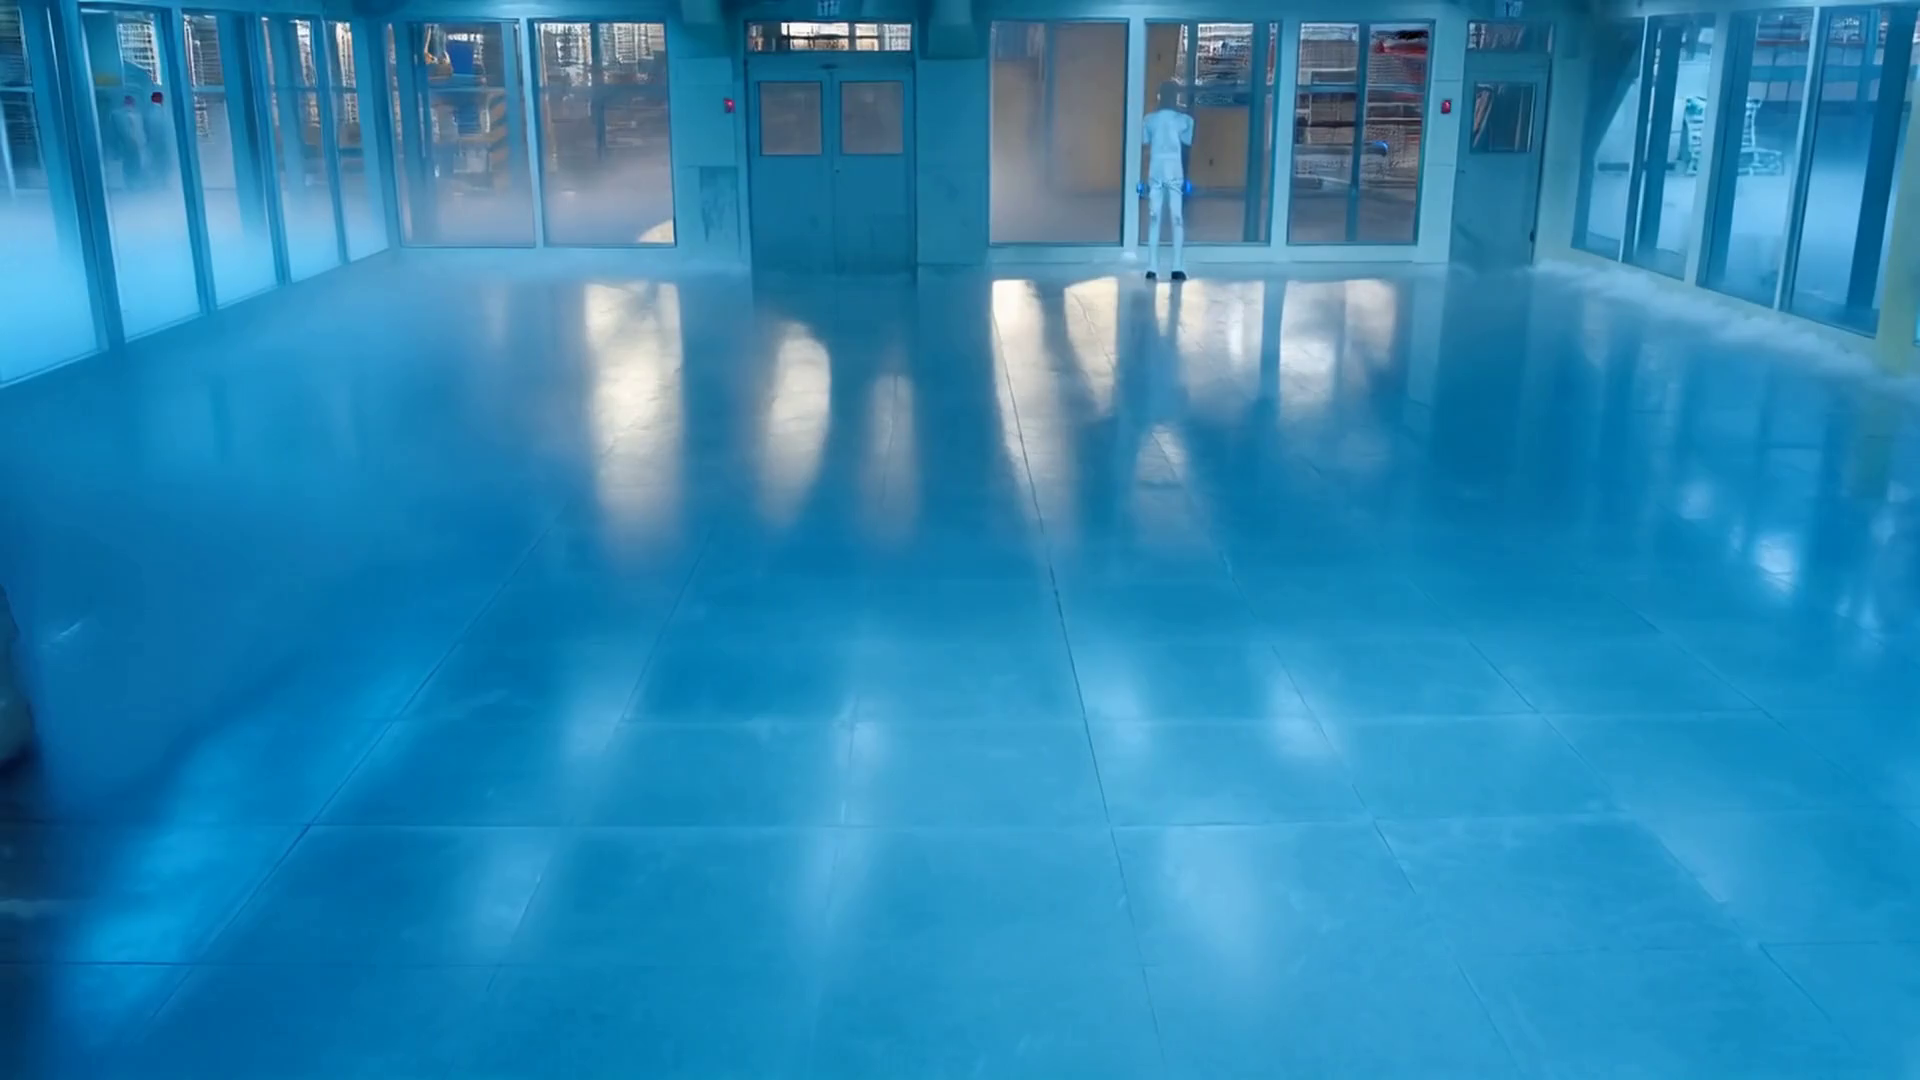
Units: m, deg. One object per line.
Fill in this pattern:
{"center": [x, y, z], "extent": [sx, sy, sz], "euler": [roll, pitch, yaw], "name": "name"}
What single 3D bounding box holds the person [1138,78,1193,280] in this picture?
{"center": [1.943, -3.406, 15.761], "extent": [0.513, 1.872, 0.331], "euler": [4, 17, 12], "name": "person"}
